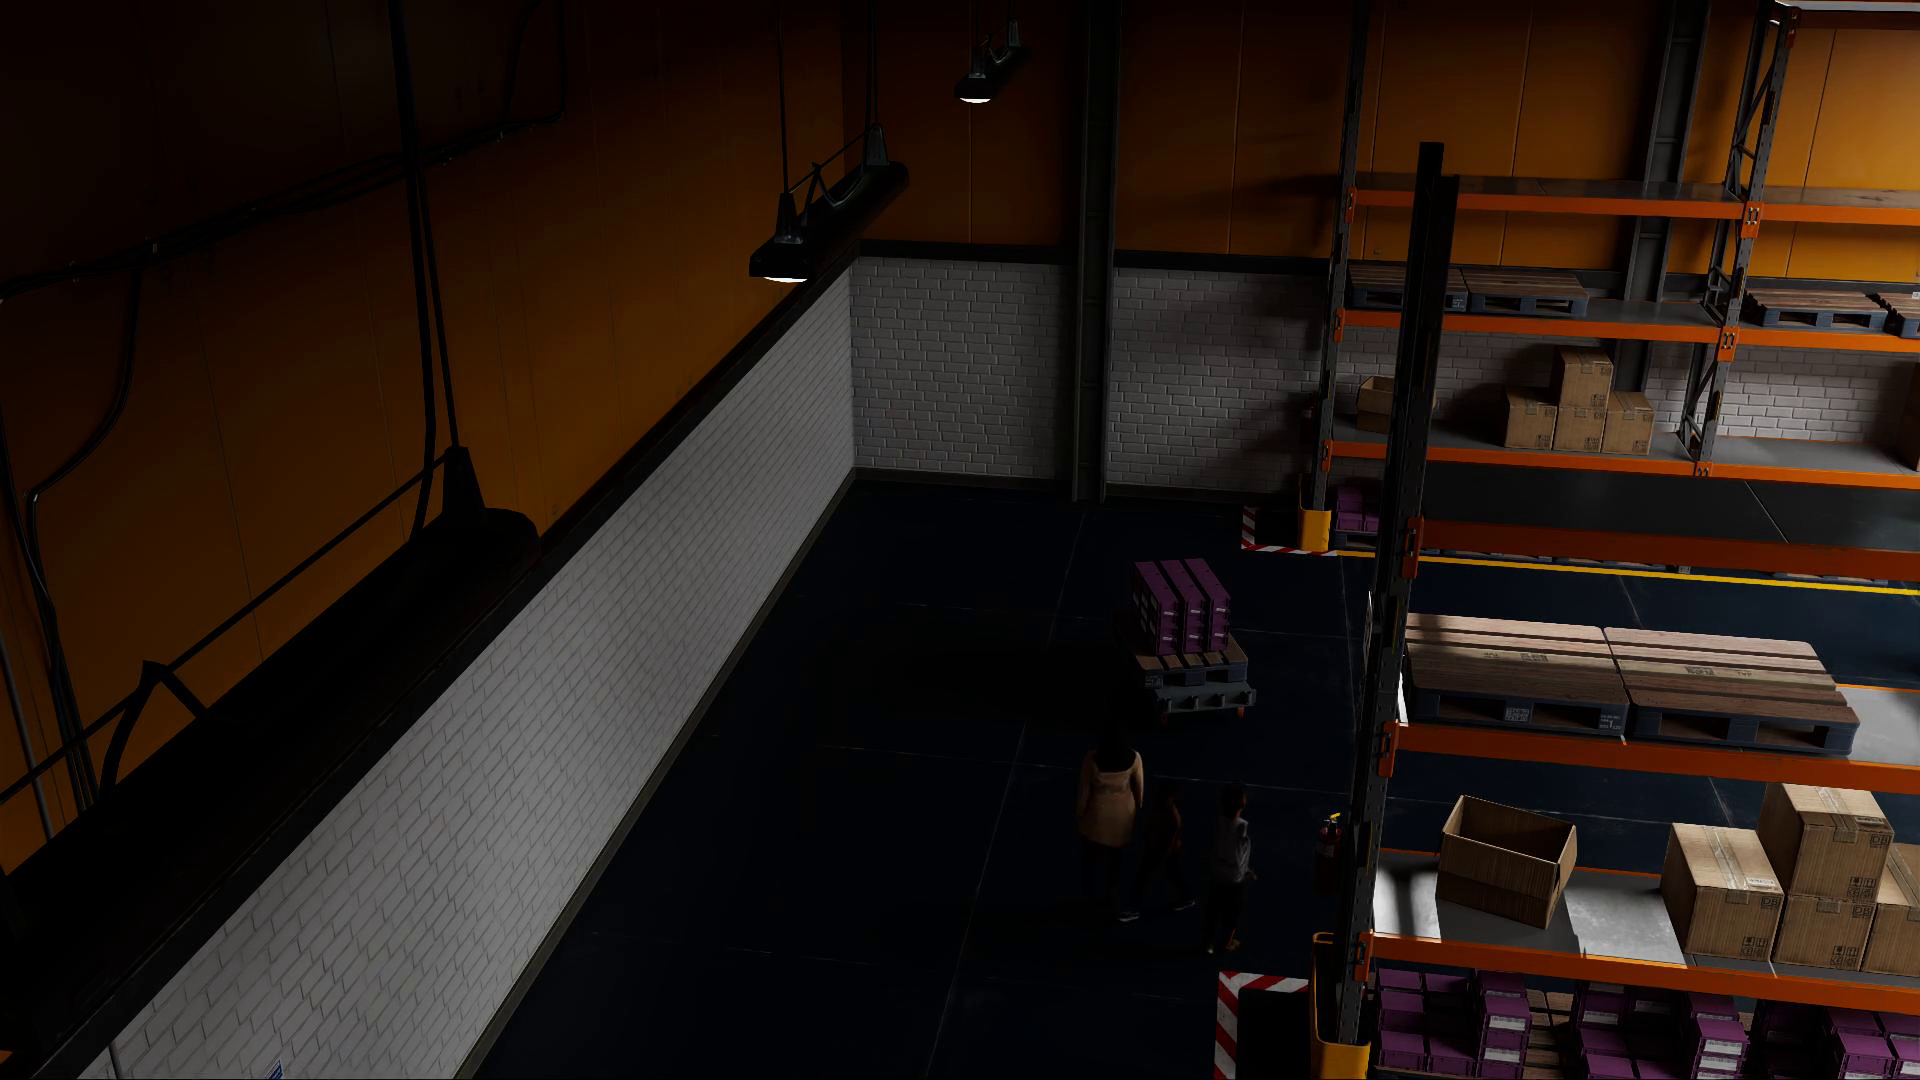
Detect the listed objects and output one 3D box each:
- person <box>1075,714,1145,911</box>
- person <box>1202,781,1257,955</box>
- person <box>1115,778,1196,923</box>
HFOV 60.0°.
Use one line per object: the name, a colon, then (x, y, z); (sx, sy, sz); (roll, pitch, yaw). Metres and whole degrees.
person: (1.133, 2.071, 12.378); (0.596, 1.674, 0.757); (-1, 24, -1)
person: (1.947, 2.349, 12.020); (0.696, 1.451, 0.767); (18, 30, 36)
person: (1.574, 2.311, 12.390); (0.949, 1.224, 0.861); (-11, 26, -24)
